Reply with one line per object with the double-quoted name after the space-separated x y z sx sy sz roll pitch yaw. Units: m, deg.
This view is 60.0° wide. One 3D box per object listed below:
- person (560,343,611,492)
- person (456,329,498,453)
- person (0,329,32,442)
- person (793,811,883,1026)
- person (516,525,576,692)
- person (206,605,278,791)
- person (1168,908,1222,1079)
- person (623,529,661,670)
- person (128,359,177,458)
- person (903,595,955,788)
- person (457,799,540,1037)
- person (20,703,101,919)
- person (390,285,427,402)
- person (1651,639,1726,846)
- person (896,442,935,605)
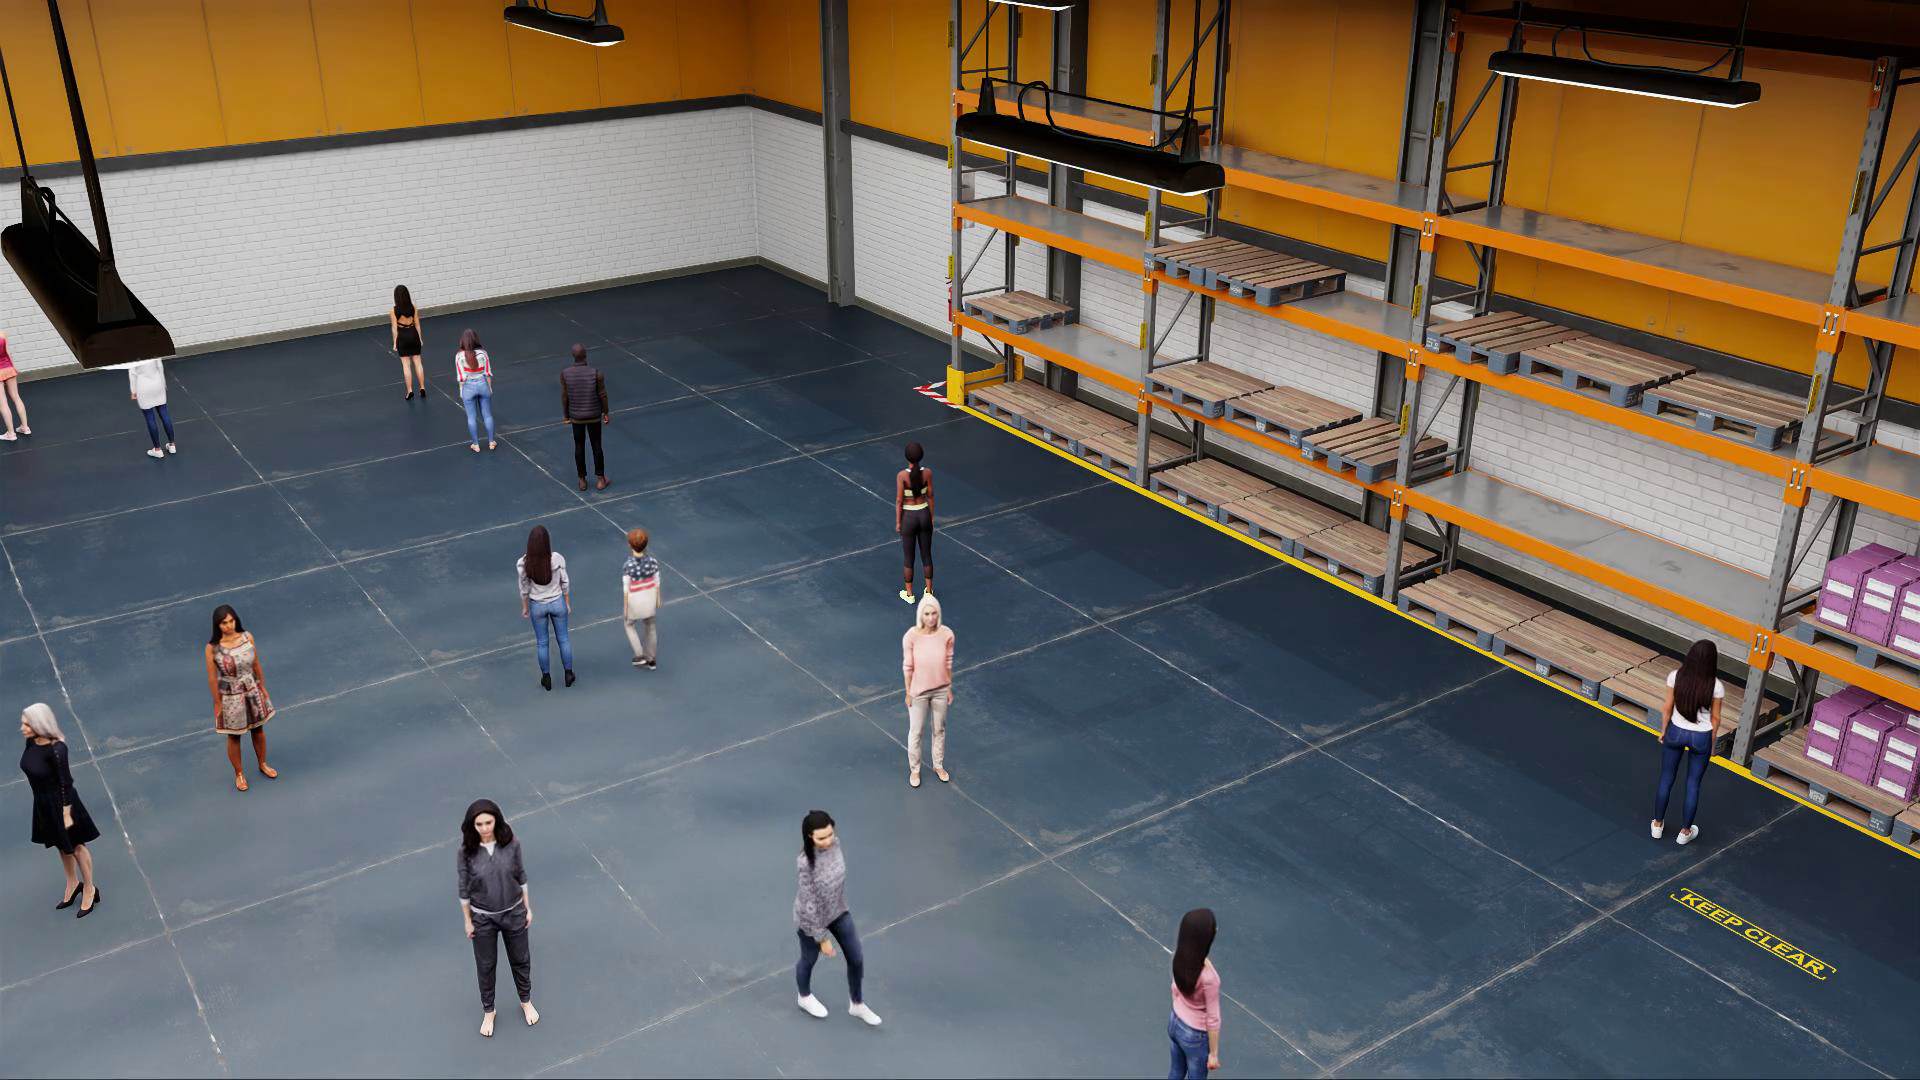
-4.547 -1.502 20.174 0.780 1.835 0.771 -1 24 -3 "person"
-6.250 -1.943 21.462 0.634 1.612 0.565 -10 26 -22 "person"
-12.601 -2.194 21.858 0.717 1.754 0.670 8 25 17 "person"
-1.005 2.513 11.163 0.946 1.697 0.773 18 29 35 "person"
-3.854 0.628 15.554 0.664 1.633 0.624 -6 24 -14 "person"
-6.070 1.294 14.017 0.596 1.645 0.691 21 31 39 "person"
1.403 2.967 10.071 0.661 1.739 0.477 -11 26 -24 "person"
-3.022 0.595 15.886 0.541 1.428 0.508 -15 28 -30 "person"
-10.355 -1.936 21.243 0.640 1.775 0.677 17 29 34 "person"
-0.263 1.248 14.021 0.664 1.725 0.635 -6 24 -14 "person"
-3.097 2.490 11.130 0.641 1.764 0.577 -10 25 -21 "person"
-6.682 1.986 12.305 0.639 1.747 0.745 13 27 27 "person"
-7.731 -2.772 23.310 0.550 1.650 0.465 -15 28 -31 "person"
5.766 1.591 13.174 0.569 1.775 0.711 16 28 32 "person"
-0.454 -0.183 17.257 0.619 1.755 0.605 -7 25 -16 "person"
